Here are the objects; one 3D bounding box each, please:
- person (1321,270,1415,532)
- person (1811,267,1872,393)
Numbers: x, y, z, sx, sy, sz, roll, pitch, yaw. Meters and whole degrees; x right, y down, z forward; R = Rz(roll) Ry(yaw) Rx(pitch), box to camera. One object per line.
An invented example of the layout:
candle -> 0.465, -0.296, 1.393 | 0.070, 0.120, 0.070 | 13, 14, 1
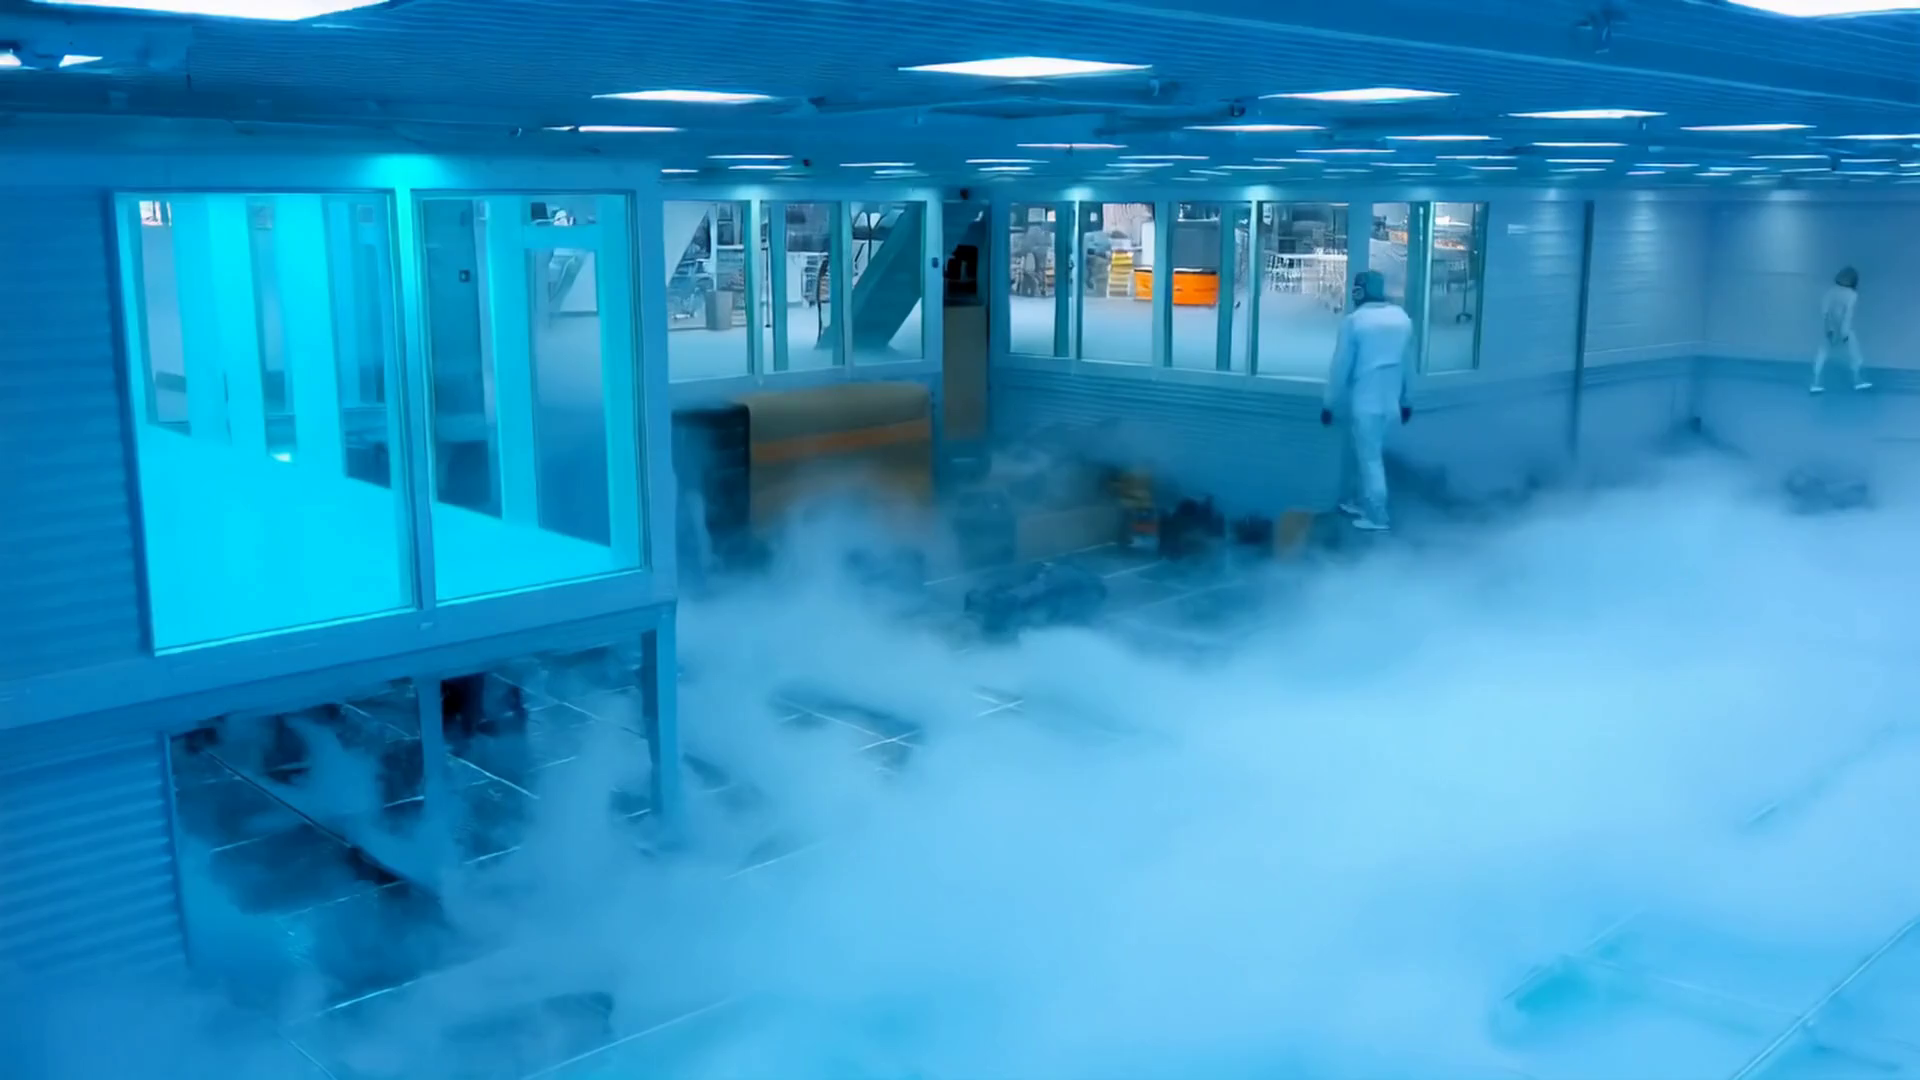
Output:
person -> 2.934, -1.029, 12.209 | 0.662, 1.868, 0.863 | -5, 13, -26
person -> 11.189, -2.650, 21.049 | 0.865, 1.584, 0.506 | -4, 12, -19
